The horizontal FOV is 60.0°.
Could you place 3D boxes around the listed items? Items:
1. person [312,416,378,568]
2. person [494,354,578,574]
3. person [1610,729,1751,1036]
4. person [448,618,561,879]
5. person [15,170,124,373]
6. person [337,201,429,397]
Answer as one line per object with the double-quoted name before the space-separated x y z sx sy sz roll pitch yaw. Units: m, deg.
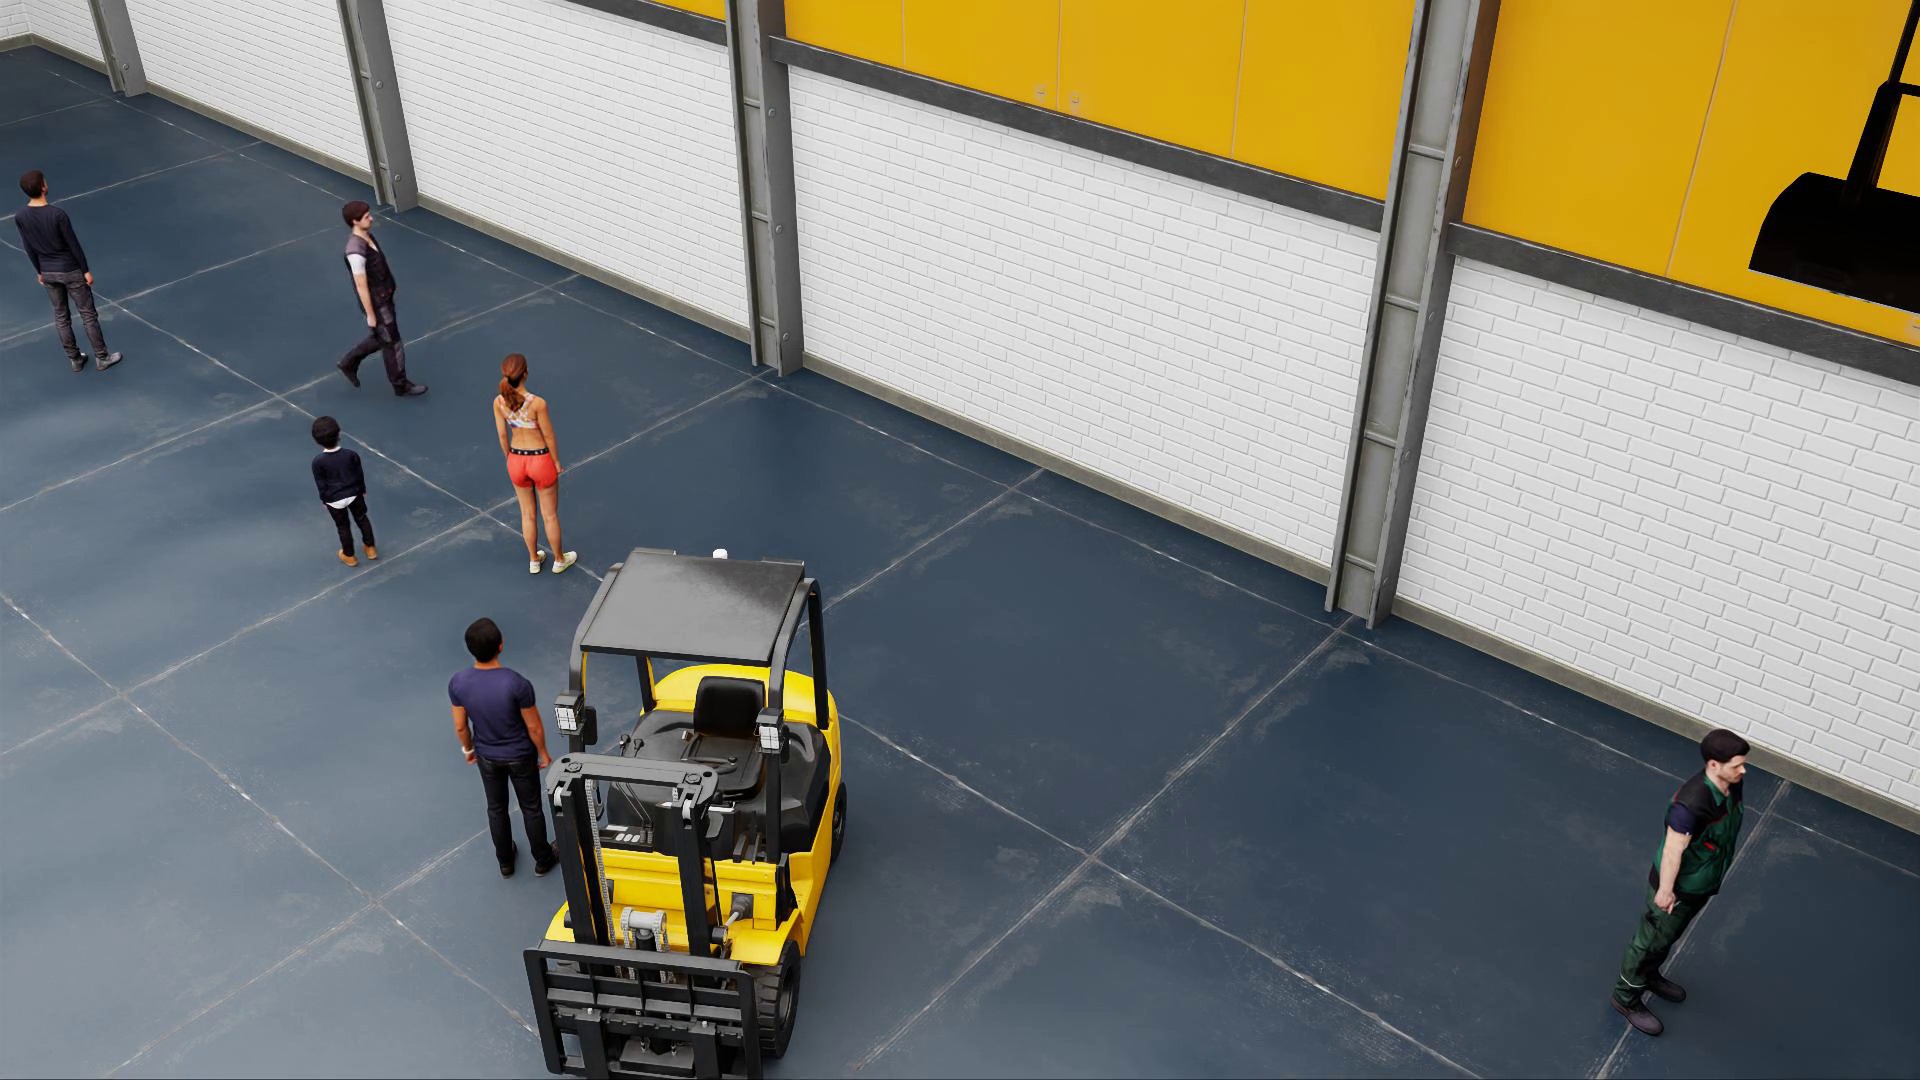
"person" -4.599 -0.367 12.394 0.550 1.223 0.542 -21 39 -28
"person" -3.129 -0.543 12.146 0.653 1.791 0.733 4 34 7
"person" 3.755 1.730 8.628 0.562 1.900 0.688 27 42 34
"person" -2.609 1.209 9.510 0.683 1.792 0.769 0 34 0
"person" -8.019 -2.389 14.851 0.696 1.871 0.769 -1 34 -1
"person" -5.143 -2.060 14.390 1.052 1.835 1.031 -6 34 -9
